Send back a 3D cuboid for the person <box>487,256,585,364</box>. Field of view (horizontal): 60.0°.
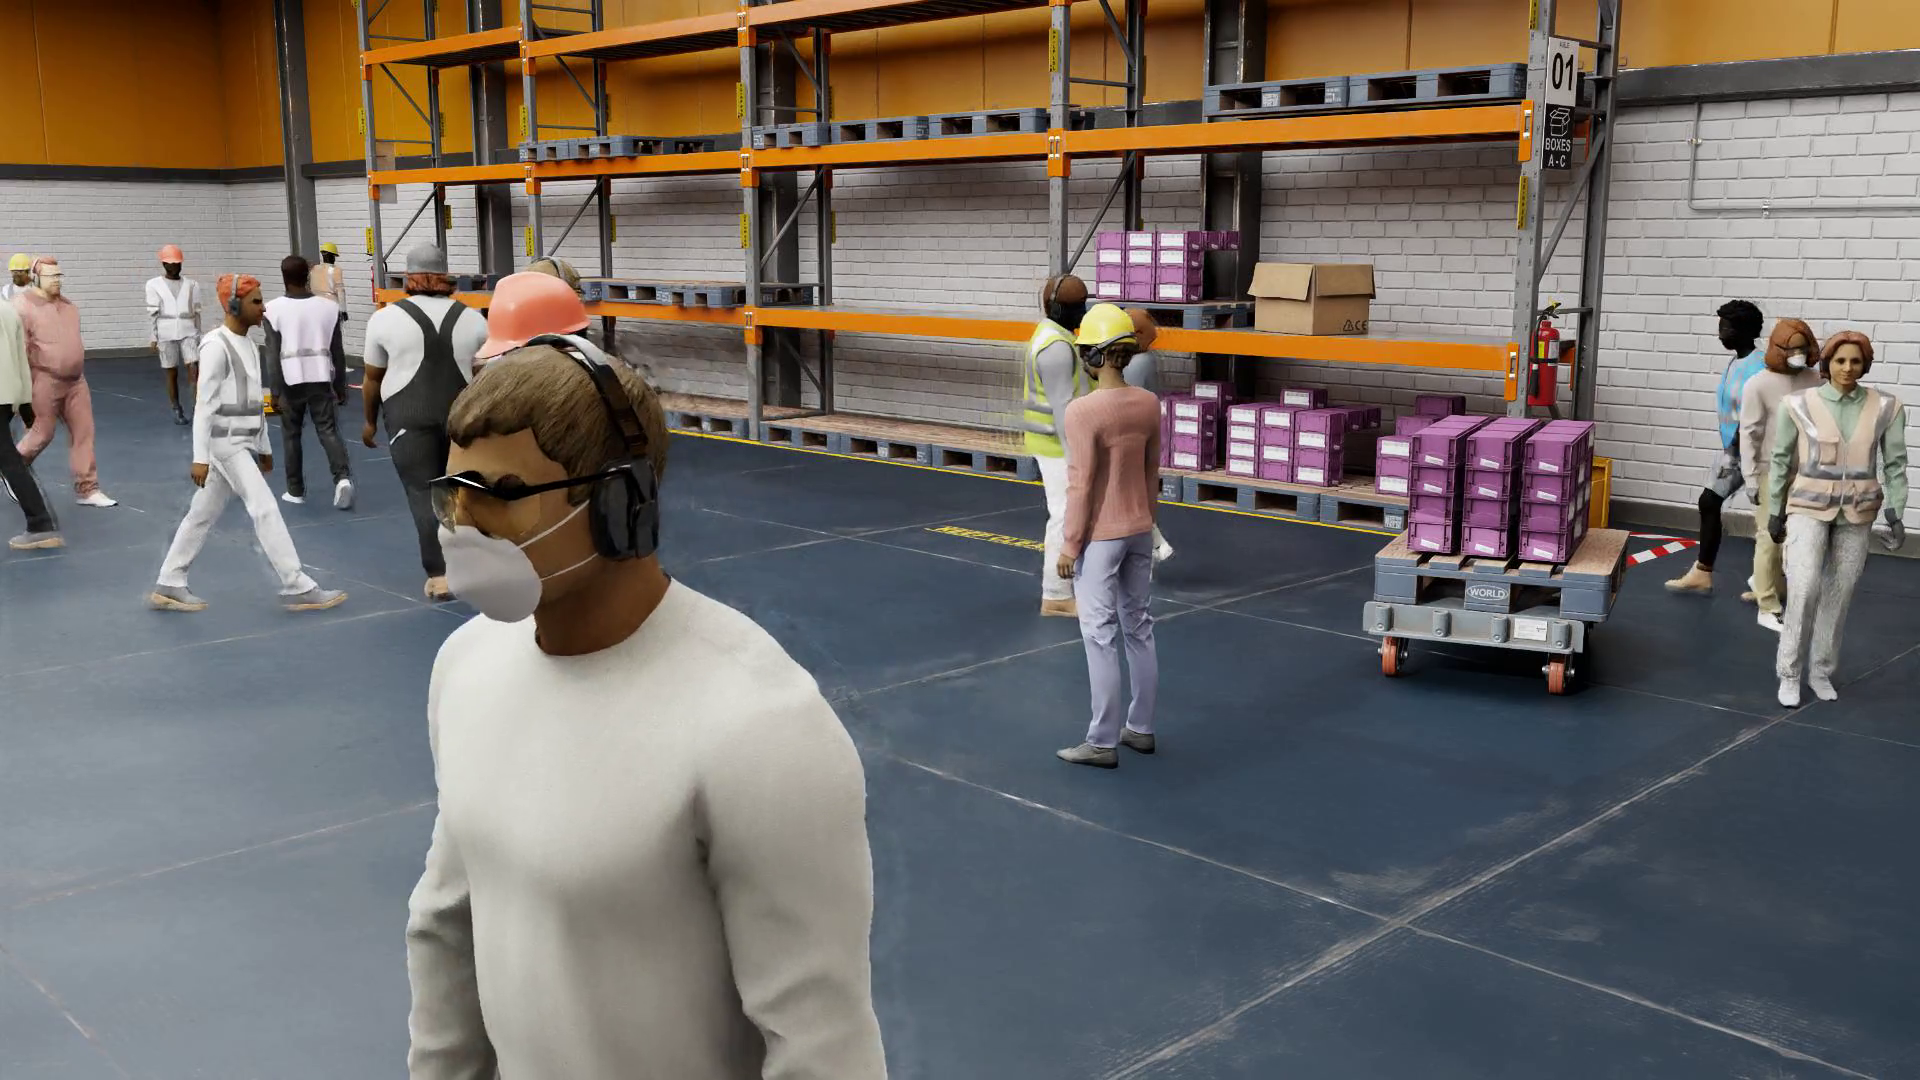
[{"bbox_3d":[-1.627,-0.169,6.746,0.636,1.939,0.365,8,13,37],"label":"person"}]

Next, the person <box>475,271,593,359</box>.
[{"bbox_3d":[-1.068,0.256,4.455,0.375,1.928,0.542,-6,12,-28],"label":"person"}]

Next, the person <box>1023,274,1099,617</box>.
[{"bbox_3d":[0.595,-0.483,8.780,0.521,1.818,0.662,1,10,7],"label":"person"}]

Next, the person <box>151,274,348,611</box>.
[{"bbox_3d":[-3.910,-0.505,8.910,1.036,1.822,0.588,-1,10,-8],"label":"person"}]

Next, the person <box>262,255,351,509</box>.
[{"bbox_3d":[-4.844,-1.174,12.390,0.602,1.888,0.931,-9,14,-41],"label":"person"}]

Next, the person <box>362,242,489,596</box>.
[{"bbox_3d":[-3.042,-0.731,9.531,0.688,2.000,1.015,-7,12,-32],"label":"person"}]

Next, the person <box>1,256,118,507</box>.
[{"bbox_3d":[-6.799,-1.172,12.391,0.868,1.877,0.653,4,11,19],"label":"person"}]

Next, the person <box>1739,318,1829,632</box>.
[{"bbox_3d":[4.197,-0.329,8.541,0.527,1.612,0.430,-2,11,-10],"label":"person"}]

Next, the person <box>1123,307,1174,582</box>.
[{"bbox_3d":[0.999,-0.544,9.658,0.353,1.611,0.531,4,11,19],"label":"person"}]

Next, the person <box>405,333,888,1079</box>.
[{"bbox_3d":[-0.438,0.745,1.798,0.717,1.915,0.655,-9,14,-42],"label":"person"}]

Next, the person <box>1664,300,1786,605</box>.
[{"bbox_3d":[4.249,-0.477,9.129,0.707,1.654,0.556,1,10,5],"label":"person"}]

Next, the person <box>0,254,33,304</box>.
[{"bbox_3d":[-10.241,-2.214,18.227,0.626,1.812,0.580,0,10,0],"label":"person"}]

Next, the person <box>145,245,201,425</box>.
[{"bbox_3d":[-8.286,-2.149,17.627,0.555,1.907,0.808,-7,12,-33],"label":"person"}]

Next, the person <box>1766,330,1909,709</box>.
[{"bbox_3d":[3.750,-0.073,7.106,0.518,1.620,0.586,2,11,12],"label":"person"}]

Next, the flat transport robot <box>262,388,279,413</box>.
[{"bbox_3d":[-8.180,-1.606,19.133,0.652,0.197,1.431,-7,13,-35],"label":"flat transport robot"}]

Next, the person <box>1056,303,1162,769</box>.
[{"bbox_3d":[0.558,-0.014,6.372,0.326,1.767,0.533,10,14,43],"label":"person"}]

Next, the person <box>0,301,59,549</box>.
[{"bbox_3d":[-6.347,-0.905,10.737,1.022,1.937,0.633,1,10,5],"label":"person"}]

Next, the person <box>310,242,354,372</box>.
[{"bbox_3d":[-9.289,-3.428,24.574,0.585,1.918,0.382,4,11,23],"label":"person"}]
